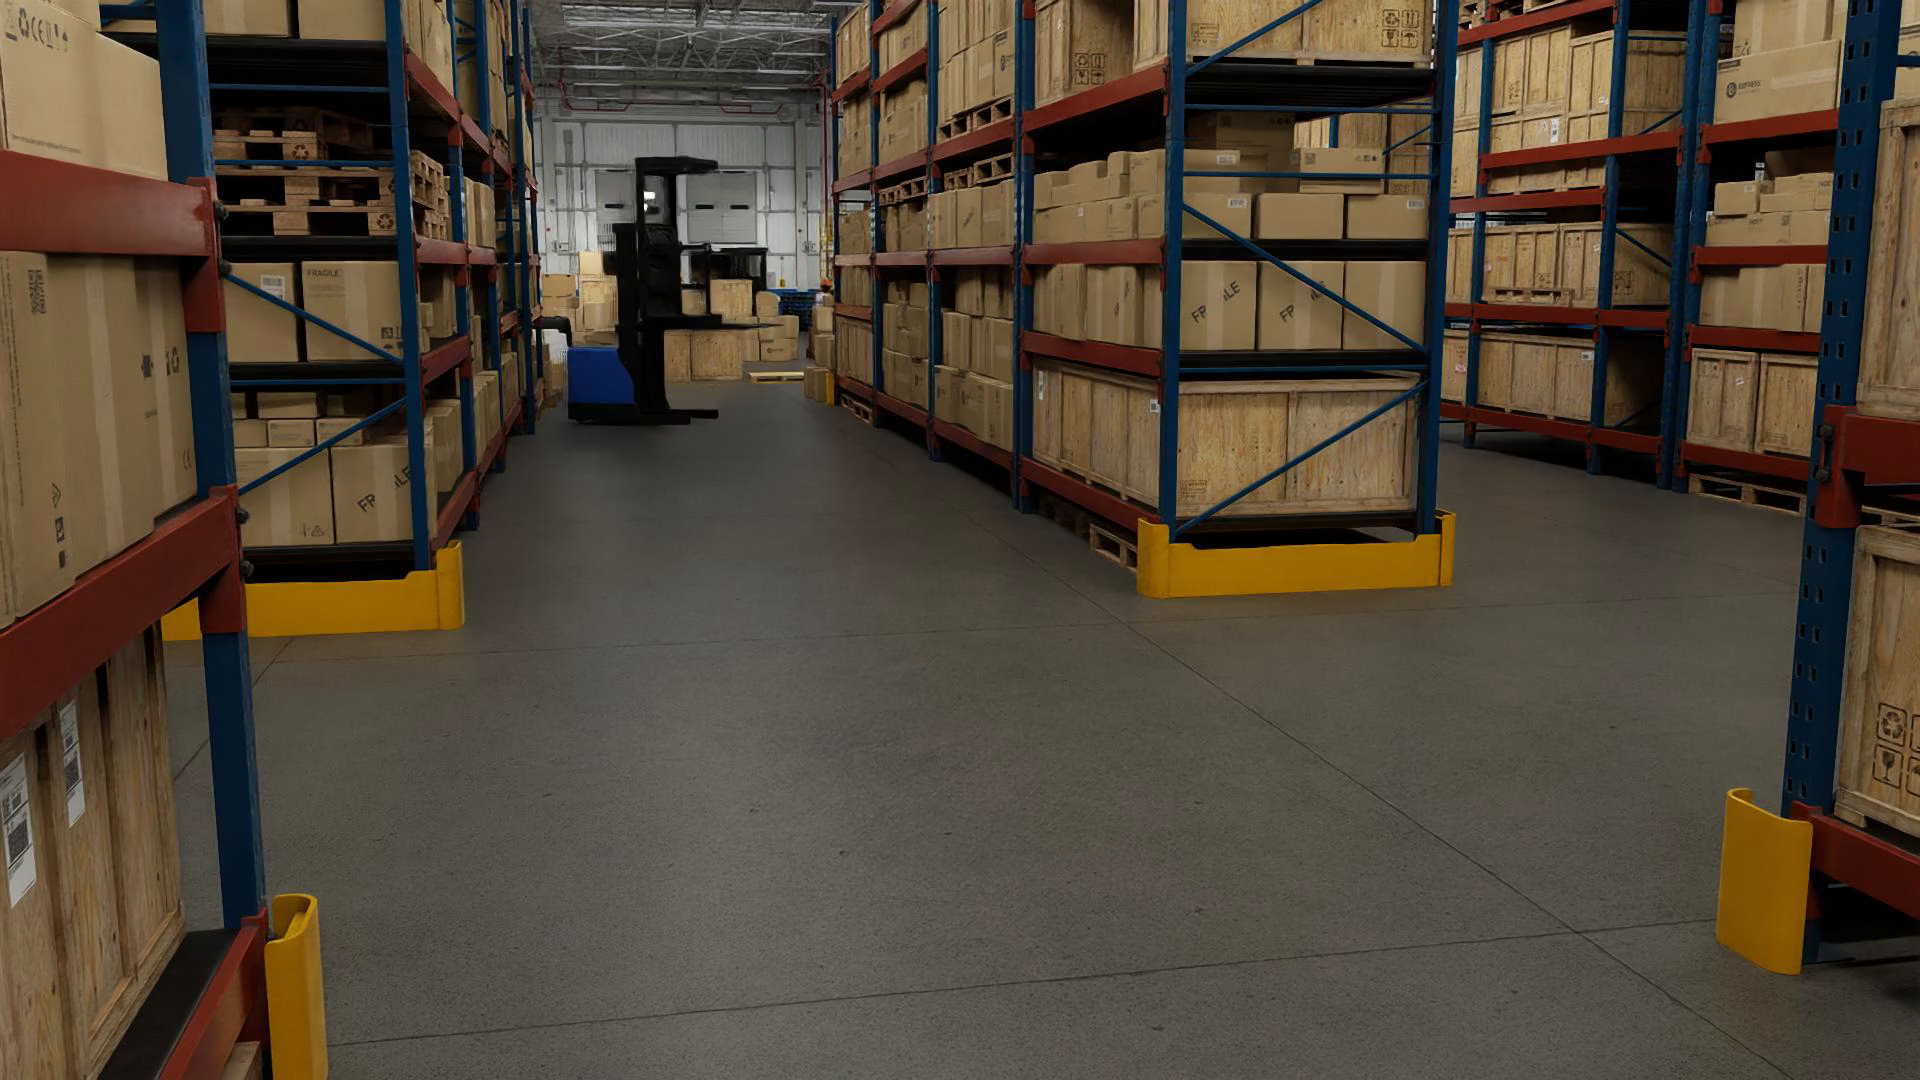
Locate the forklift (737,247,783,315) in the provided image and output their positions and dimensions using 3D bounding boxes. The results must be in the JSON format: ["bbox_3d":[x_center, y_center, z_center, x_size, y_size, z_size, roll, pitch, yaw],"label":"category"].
[{"bbox_3d":[-6.372,-7.628,51.320,1.129,2.768,1.873,-7,12,-38],"label":"forklift"}]

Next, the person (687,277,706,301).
[{"bbox_3d":[-8.103,-7.097,50.974,0.637,1.932,0.363,1,9,7],"label":"person"}]

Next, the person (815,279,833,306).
[{"bbox_3d":[-3.596,-5.981,44.285,0.569,1.893,0.674,-7,12,-37],"label":"person"}]

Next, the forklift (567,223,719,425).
[{"bbox_3d":[-4.539,-3.072,23.547,1.873,2.768,1.129,2,10,15],"label":"forklift"}]

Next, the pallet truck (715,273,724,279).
[{"bbox_3d":[-8.580,-8.986,62.280,1.885,1.965,0.823,1,9,5],"label":"pallet truck"}]
